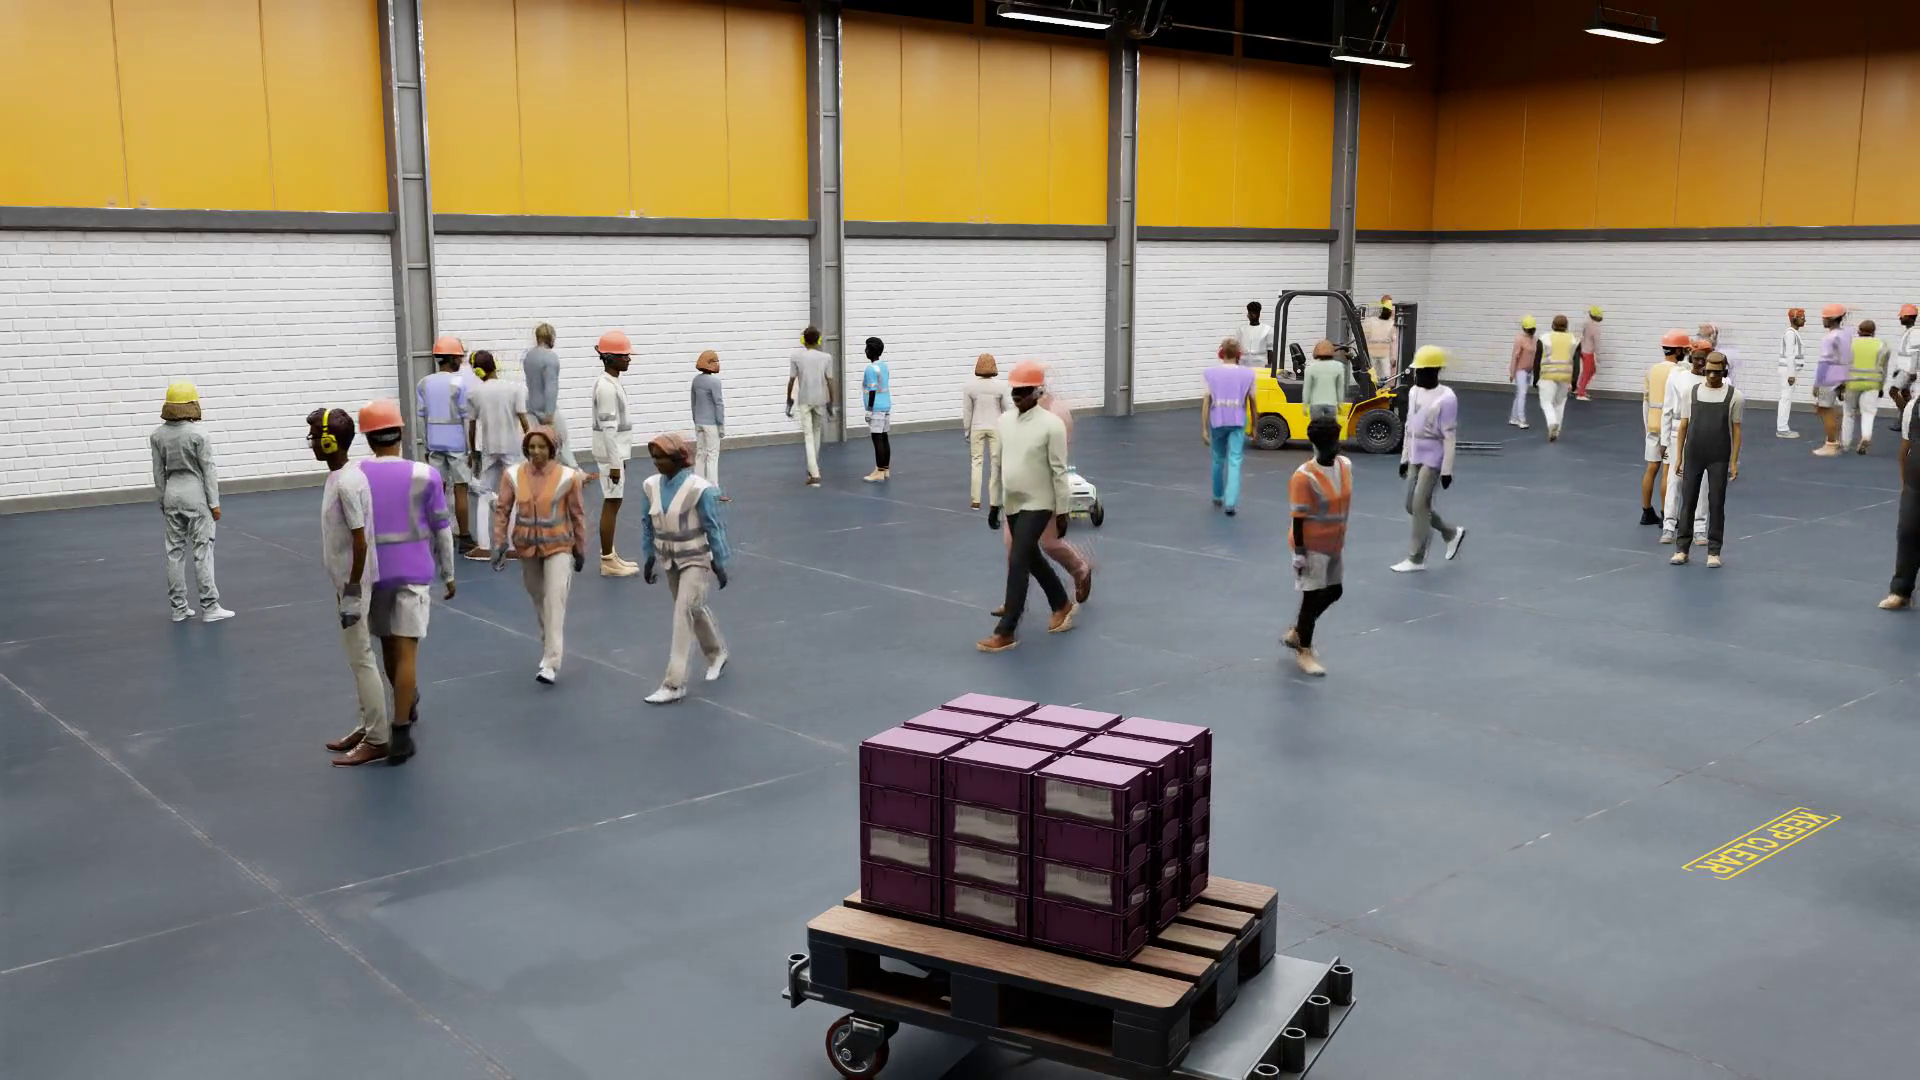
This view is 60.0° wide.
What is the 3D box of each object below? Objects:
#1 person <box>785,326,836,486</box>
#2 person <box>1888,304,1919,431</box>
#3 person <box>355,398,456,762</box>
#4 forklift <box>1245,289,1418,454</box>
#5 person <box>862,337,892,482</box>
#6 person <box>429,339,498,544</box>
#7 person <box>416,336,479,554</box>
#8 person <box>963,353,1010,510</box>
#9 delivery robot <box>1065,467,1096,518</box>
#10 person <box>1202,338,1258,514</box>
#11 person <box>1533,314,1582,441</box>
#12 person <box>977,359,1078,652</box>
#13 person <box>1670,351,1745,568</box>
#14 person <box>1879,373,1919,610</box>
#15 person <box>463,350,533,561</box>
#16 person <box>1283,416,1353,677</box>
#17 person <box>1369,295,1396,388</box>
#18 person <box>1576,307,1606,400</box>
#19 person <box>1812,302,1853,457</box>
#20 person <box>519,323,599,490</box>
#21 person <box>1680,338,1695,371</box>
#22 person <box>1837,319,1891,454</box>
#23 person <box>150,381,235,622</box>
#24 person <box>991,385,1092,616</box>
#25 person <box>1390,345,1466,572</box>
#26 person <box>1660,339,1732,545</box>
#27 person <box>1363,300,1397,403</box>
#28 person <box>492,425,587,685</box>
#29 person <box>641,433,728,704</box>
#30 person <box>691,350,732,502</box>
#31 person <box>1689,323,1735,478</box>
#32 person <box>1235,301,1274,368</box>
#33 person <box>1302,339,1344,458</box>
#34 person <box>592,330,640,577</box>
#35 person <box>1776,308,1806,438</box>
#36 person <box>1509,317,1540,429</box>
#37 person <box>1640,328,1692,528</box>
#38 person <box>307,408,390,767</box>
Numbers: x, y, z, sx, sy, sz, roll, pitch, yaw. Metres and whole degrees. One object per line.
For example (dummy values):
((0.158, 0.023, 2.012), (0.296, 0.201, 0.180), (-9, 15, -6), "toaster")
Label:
((-1.756, -1.563, 19.337), (0.513, 1.818, 0.922), (-3, 10, -19), "person")
((14.187, -2.581, 25.001), (0.477, 1.917, 0.557), (4, 10, 22), "person")
((-3.022, 0.178, 8.950), (0.566, 1.874, 0.999), (-1, 10, -7), "person")
((5.034, -2.339, 22.783), (2.313, 2.155, 1.214), (3, 10, 16), "forklift")
((-0.978, -1.529, 19.491), (0.322, 1.697, 0.536), (3, 10, 16), "person")
((-4.534, -0.909, 15.248), (0.704, 1.915, 0.636), (-1, 10, -4), "person")
((-4.523, -0.838, 14.756), (0.547, 1.934, 0.376), (3, 10, 17), "person")
((0.280, -1.124, 17.300), (0.500, 1.636, 0.284), (1, 10, 5), "person")
((1.090, -0.480, 16.419), (0.477, 0.478, 0.707), (-2, 10, -12), "delivery robot")
((2.781, -1.179, 17.192), (0.583, 1.796, 1.000), (1, 10, 6), "person")
((8.519, -2.307, 23.716), (0.627, 1.818, 0.763), (1, 10, 3), "person")
((0.490, -0.264, 11.327), (1.002, 1.957, 0.624), (-9, 13, -41), "person")
((6.349, -0.684, 14.131), (0.504, 1.841, 0.344), (6, 11, 31), "person")
((7.394, -0.492, 12.420), (0.955, 2.000, 0.712), (-7, 12, -37), "person")
((-3.999, -0.720, 14.387), (0.653, 1.834, 0.351), (0, 10, 1), "person")
((2.204, 0.027, 10.485), (0.585, 1.658, 0.576), (-8, 12, -38), "person")
((8.046, -3.678, 31.465), (0.643, 1.909, 0.410), (3, 10, 17), "person")
((11.481, -3.385, 30.318), (0.417, 1.723, 0.605), (1, 10, 4), "person")
((11.408, -2.096, 21.846), (0.631, 2.025, 0.496), (-8, 13, -39), "person")
((-4.528, -1.439, 18.398), (0.637, 1.886, 1.019), (9, 13, 43), "person")
((8.986, -1.679, 20.579), (0.317, 1.631, 0.522), (6, 12, 33), "person")
((12.061, -2.046, 22.236), (0.622, 1.805, 0.854), (5, 11, 26), "person")
((-5.565, -0.275, 12.018), (0.484, 1.744, 0.294), (2, 10, 10), "person")
((0.611, -0.384, 12.275), (0.784, 1.879, 0.657), (-9, 13, -44), "person")
((3.959, -0.680, 13.912), (0.672, 1.909, 0.612), (-3, 10, -16), "person")
((6.709, -0.892, 15.209), (0.573, 1.887, 0.354), (4, 10, 20), "person")
((7.230, -3.182, 28.650), (0.697, 1.882, 0.381), (1, 10, 5), "person")
((-2.613, 0.085, 10.367), (0.531, 1.592, 0.873), (1, 10, 5), "person")
((-1.640, 0.138, 10.037), (0.538, 1.593, 0.877), (6, 11, 32), "person")
((-2.701, -1.227, 17.909), (0.286, 1.634, 0.500), (-9, 13, -42), "person")
((8.319, -1.472, 18.567), (0.442, 1.893, 0.675), (-2, 10, -11), "person")
((4.422, -2.621, 25.123), (0.602, 1.958, 0.381), (4, 11, 24), "person")
((4.450, -1.654, 20.418), (0.517, 1.621, 0.361), (-1, 10, -4), "person")
((-2.824, -0.701, 13.682), (0.392, 2.038, 0.607), (-1, 10, -9), "person")
((12.117, -2.431, 24.236), (0.356, 1.883, 0.574), (5, 11, 26), "person")
((8.693, -2.571, 25.574), (0.564, 1.716, 0.703), (-6, 11, -32), "person")
((6.887, -1.083, 16.181), (0.372, 1.939, 0.544), (-3, 10, -17), "person")
((-3.181, 0.242, 8.638), (0.319, 1.865, 0.521), (-4, 10, -22), "person")
